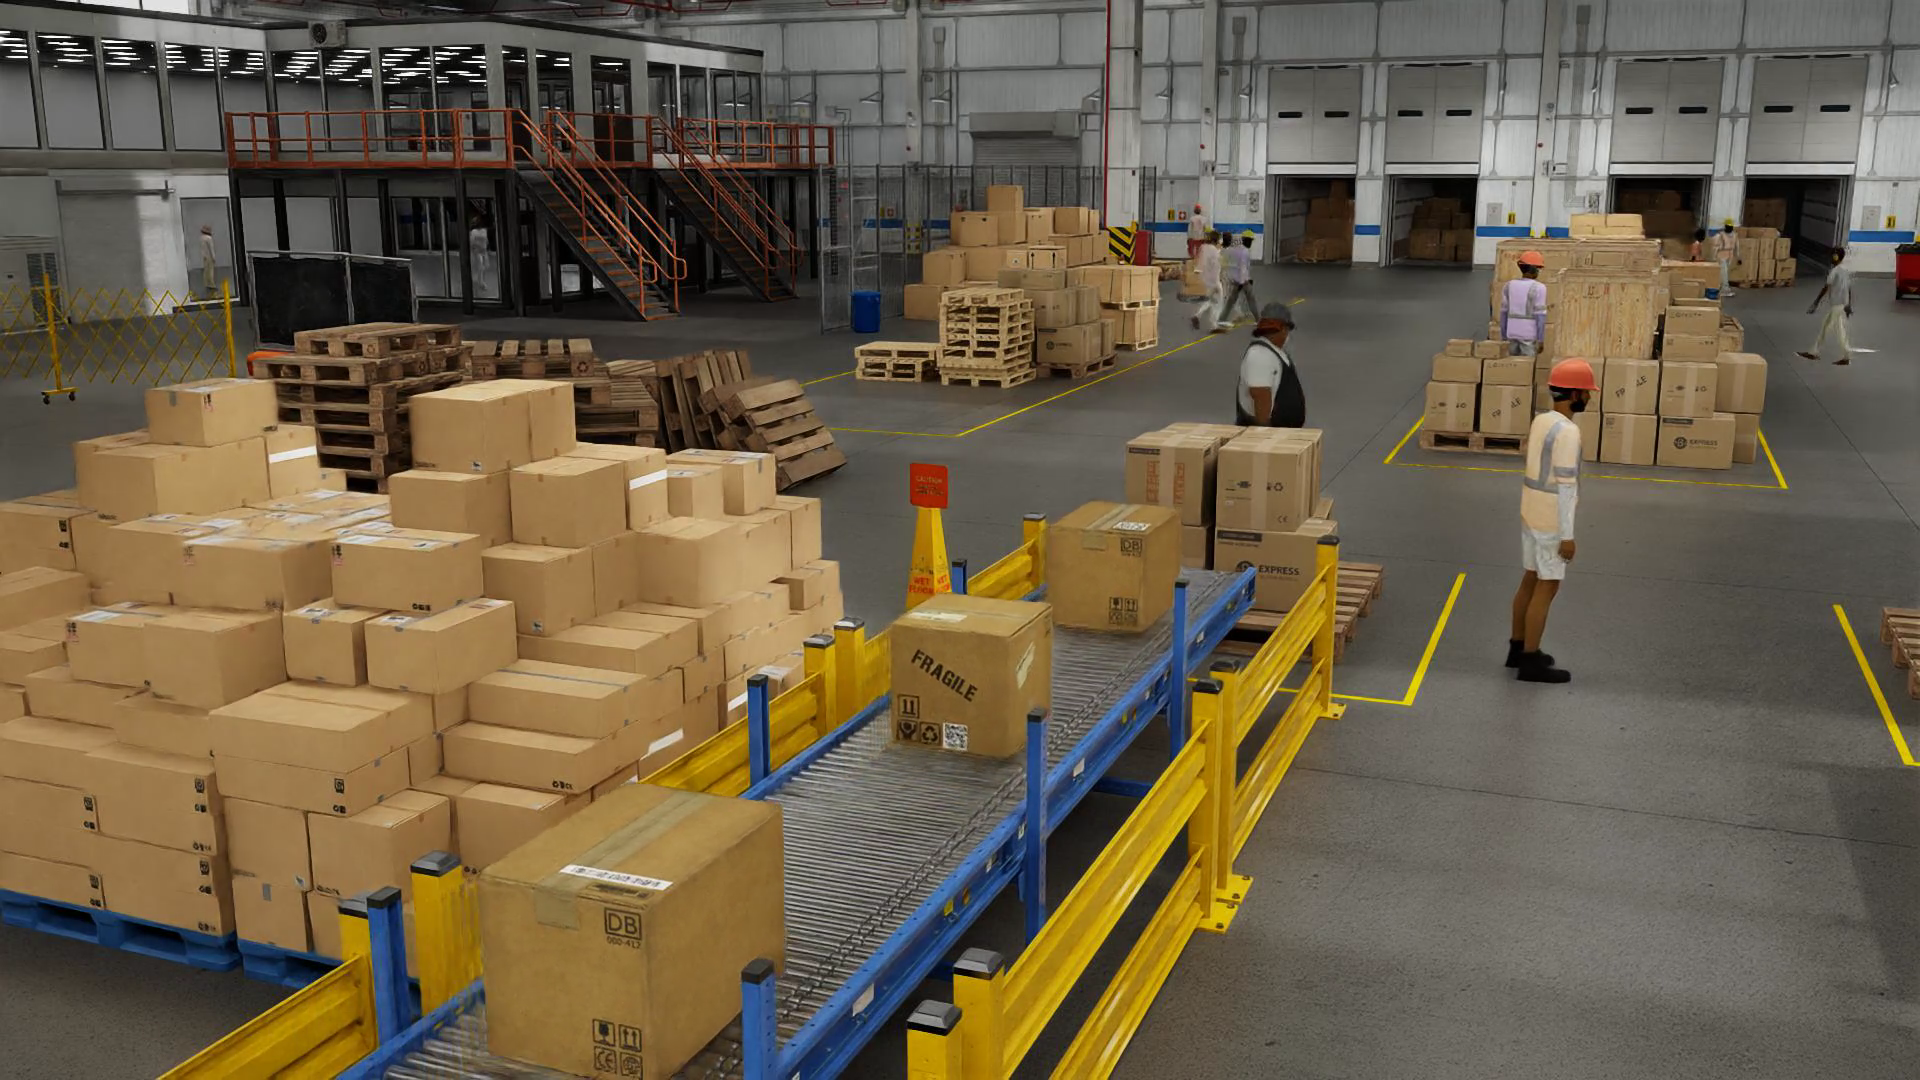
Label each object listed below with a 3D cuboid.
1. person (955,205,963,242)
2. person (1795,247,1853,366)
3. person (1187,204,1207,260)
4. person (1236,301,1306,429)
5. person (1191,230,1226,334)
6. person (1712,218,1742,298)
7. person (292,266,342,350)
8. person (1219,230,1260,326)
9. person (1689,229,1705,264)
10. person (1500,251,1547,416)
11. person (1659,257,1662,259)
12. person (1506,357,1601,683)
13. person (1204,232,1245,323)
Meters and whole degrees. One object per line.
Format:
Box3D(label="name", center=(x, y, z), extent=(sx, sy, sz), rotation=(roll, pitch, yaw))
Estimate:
Box3D(label="person", center=(-0.010, -9.258, 50.853), extent=(0.376, 1.934, 0.547), rotation=(-11, 16, -39))
Box3D(label="person", center=(13.574, -3.648, 25.958), extent=(0.527, 1.822, 0.972), rotation=(-12, 17, -42))
Box3D(label="person", center=(7.124, -9.122, 50.144), extent=(0.639, 1.973, 0.451), rotation=(-4, 13, -19))
Box3D(label="person", center=(2.426, -0.912, 13.175), extent=(0.600, 2.000, 0.777), rotation=(5, 14, 21))
Box3D(label="person", center=(4.621, -4.754, 30.678), extent=(0.551, 1.922, 0.650), rotation=(-3, 13, -12))
Box3D(label="person", center=(18.180, -6.689, 39.477), extent=(0.590, 1.875, 0.978), rotation=(-4, 13, -17))
Box3D(label="person", center=(-8.036, -2.483, 20.683), extent=(0.966, 1.829, 0.586), rotation=(6, 14, 26))
Box3D(label="person", center=(5.498, -5.055, 32.188), extent=(0.993, 1.857, 0.576), rotation=(-2, 13, -9))
Box3D(label="person", center=(17.037, -6.378, 38.559), extent=(0.862, 1.656, 0.538), rotation=(8, 15, 30))
Box3D(label="person", center=(6.877, -2.496, 20.283), extent=(0.394, 2.040, 0.610), rotation=(-8, 15, -33))
Box3D(label="person", center=(11.578, -4.161, 28.255), extent=(0.727, 1.816, 0.654), rotation=(1, 13, 3))
Box3D(label="person", center=(3.539, -0.124, 9.891), extent=(0.388, 1.931, 0.556), rotation=(0, 13, 2))
Box3D(label="person", center=(5.312, -5.212, 33.025), extent=(0.962, 1.801, 0.646), rotation=(-5, 13, -20))
